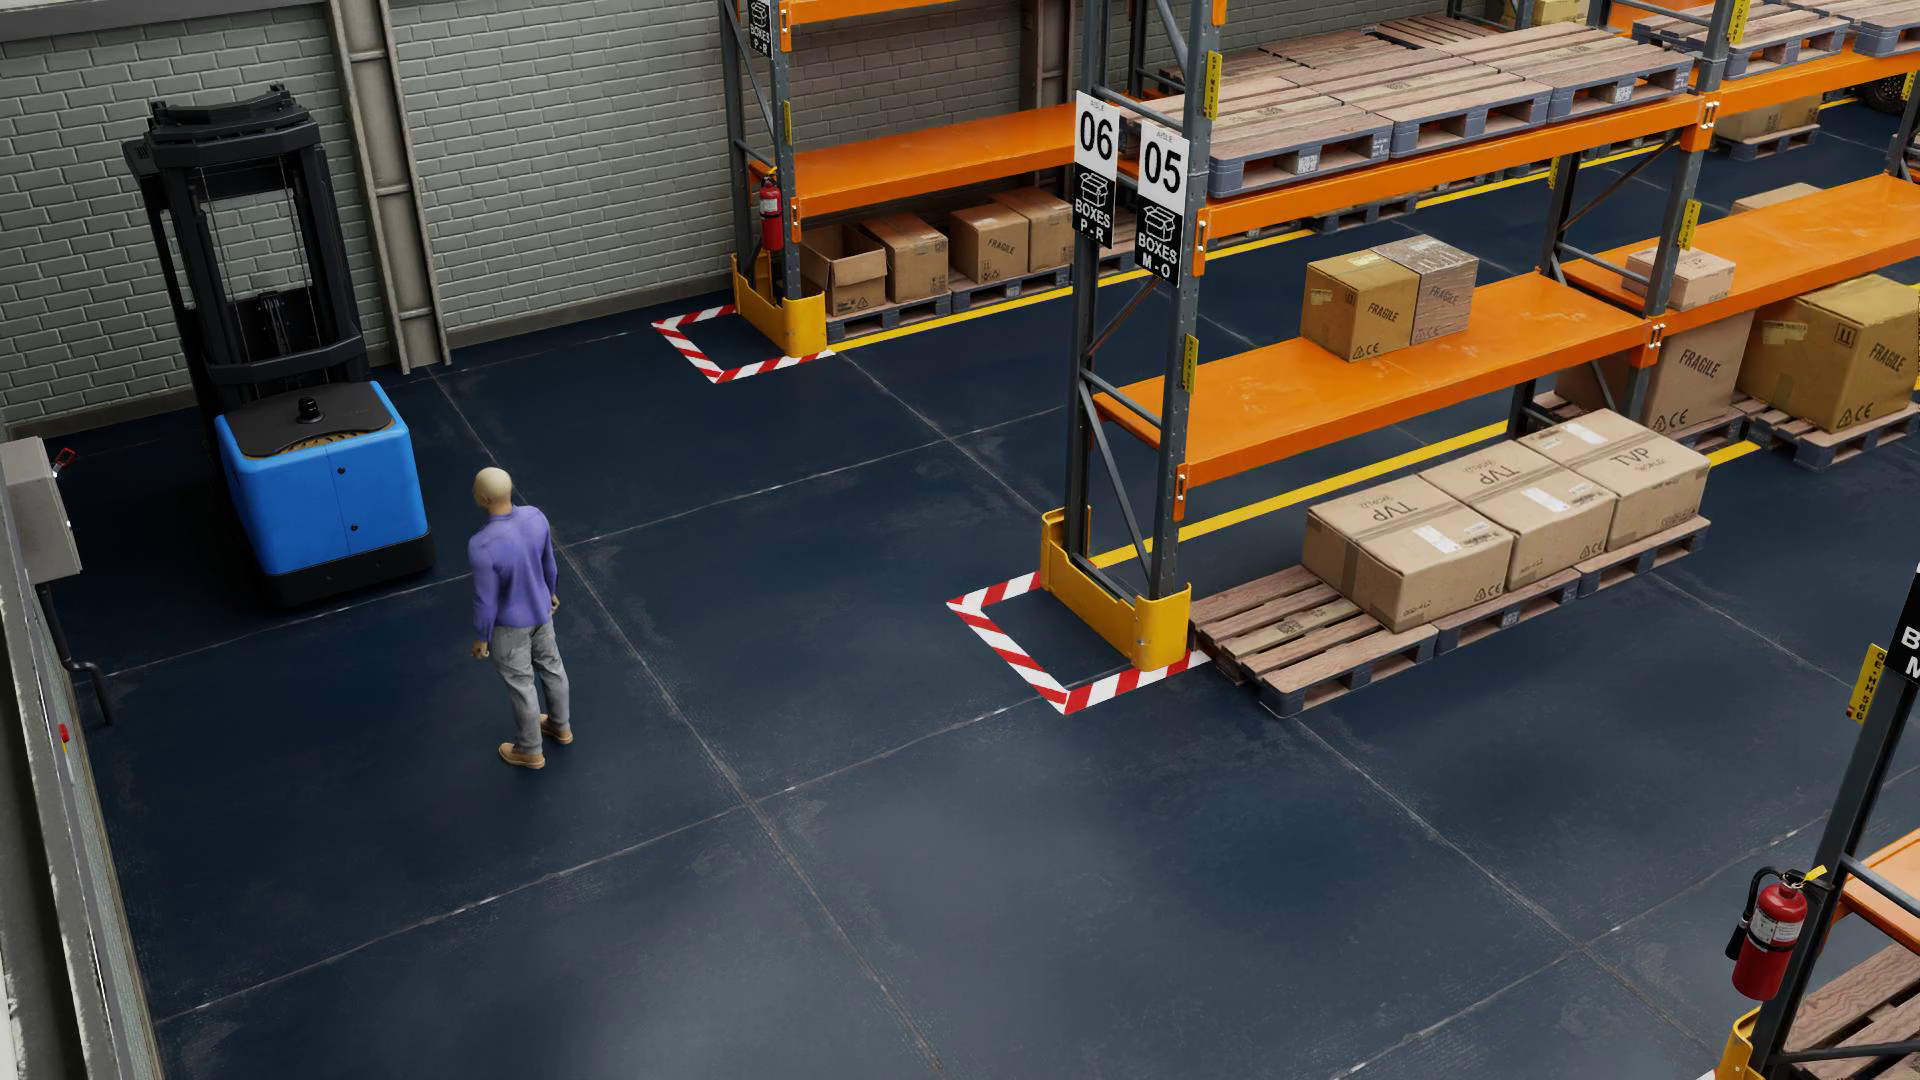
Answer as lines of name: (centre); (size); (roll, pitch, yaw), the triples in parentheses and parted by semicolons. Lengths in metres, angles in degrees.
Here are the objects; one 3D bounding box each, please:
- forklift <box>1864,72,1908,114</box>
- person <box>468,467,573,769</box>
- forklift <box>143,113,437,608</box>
forklift: (11.468, -5.645, 18.244); (1.214, 2.155, 2.313); (-17, 36, -26)
person: (-2.326, 0.415, 8.817); (0.392, 1.798, 0.594); (17, 36, 26)
forklift: (-4.289, -1.259, 10.509); (1.129, 2.768, 1.873); (-17, 36, -26)
